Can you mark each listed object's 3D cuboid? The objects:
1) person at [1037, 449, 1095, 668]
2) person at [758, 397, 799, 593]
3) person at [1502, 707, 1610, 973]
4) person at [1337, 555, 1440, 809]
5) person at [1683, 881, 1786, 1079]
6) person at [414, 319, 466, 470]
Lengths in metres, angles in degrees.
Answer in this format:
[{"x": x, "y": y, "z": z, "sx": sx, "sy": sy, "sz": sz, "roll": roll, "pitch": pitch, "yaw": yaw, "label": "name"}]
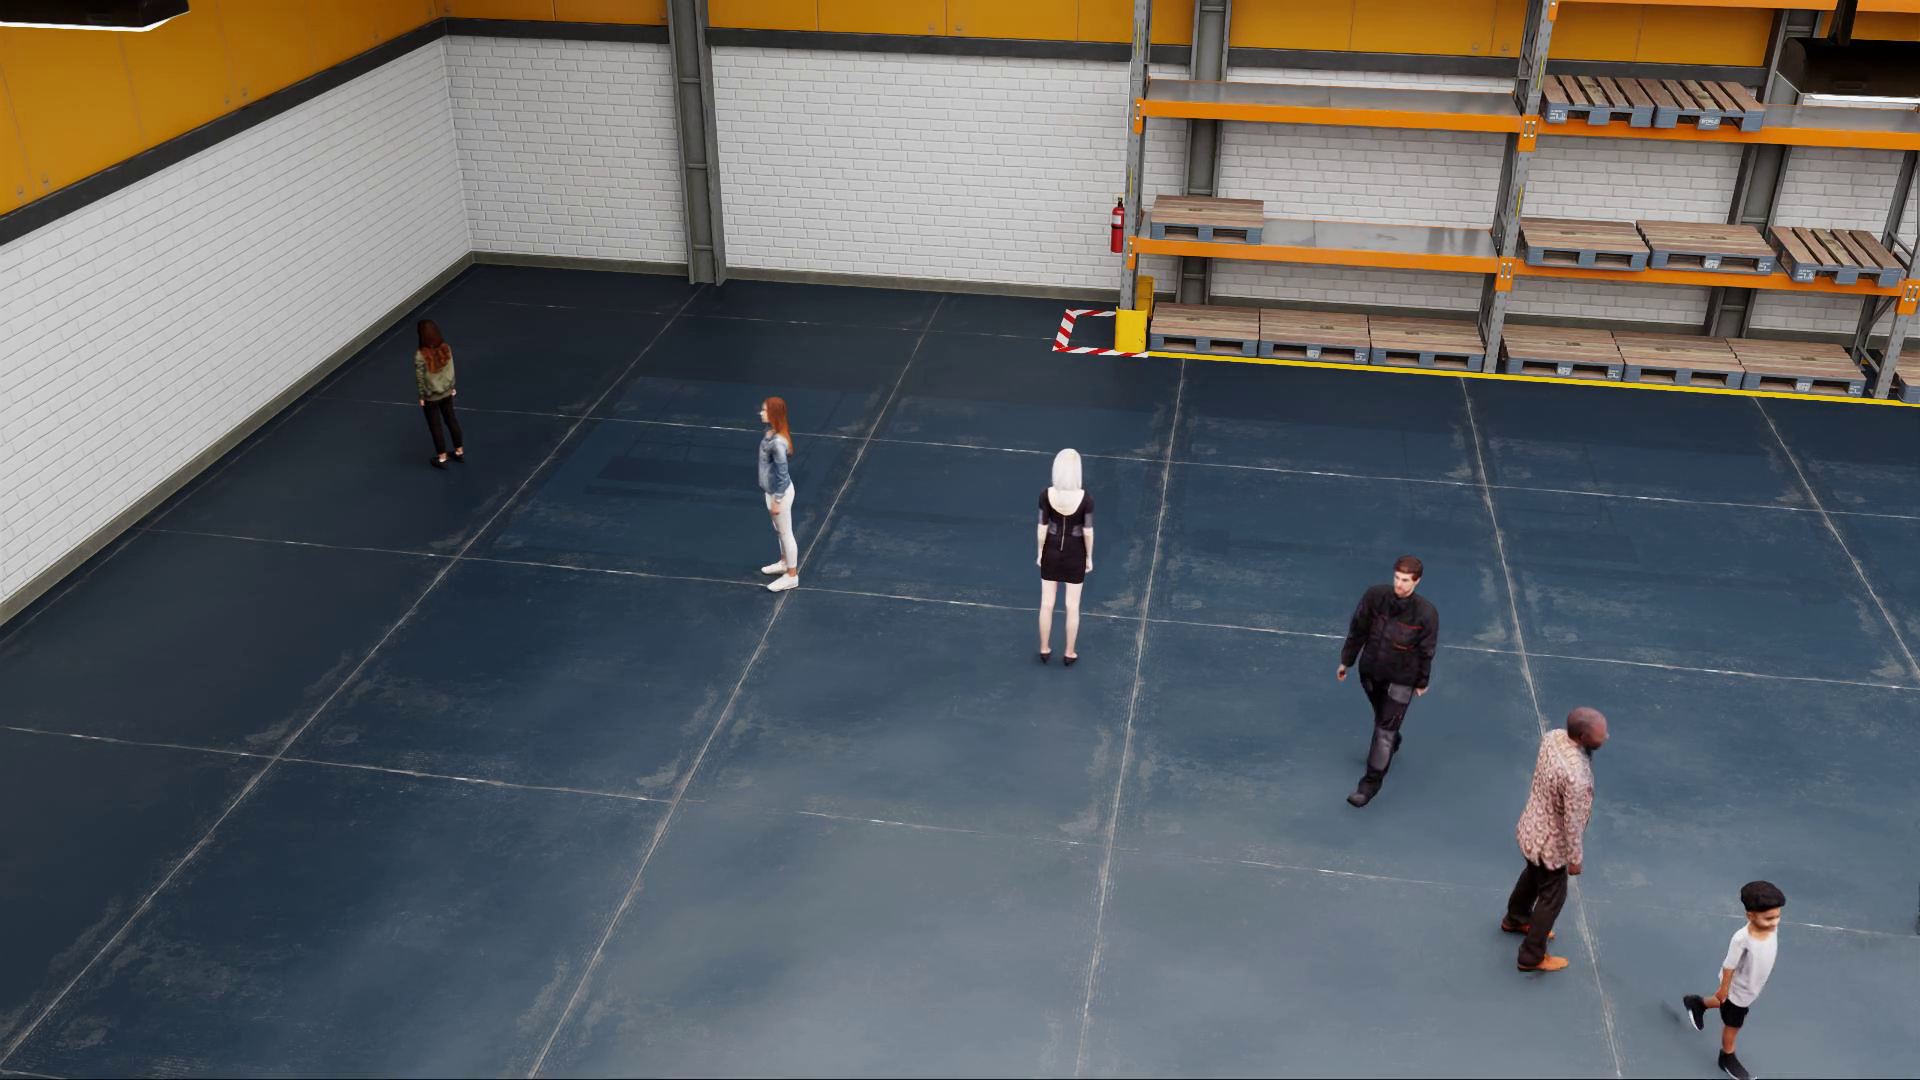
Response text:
[{"x": 0.788, "y": 0.146, "z": 12.636, "sx": 0.423, "sy": 1.832, "sz": 0.630, "roll": 5, "pitch": 29, "yaw": 9, "label": "person"}, {"x": -1.490, "y": -0.401, "z": 13.773, "sx": 0.662, "sy": 1.703, "sz": 0.686, "roll": -7, "pitch": 29, "yaw": -13, "label": "person"}, {"x": 3.447, "y": 1.743, "z": 9.742, "sx": 0.648, "sy": 1.799, "sz": 0.747, "roll": -1, "pitch": 29, "yaw": -3, "label": "person"}, {"x": 2.965, "y": 0.878, "z": 11.340, "sx": 1.231, "sy": 1.787, "sz": 1.197, "roll": 25, "pitch": 37, "yaw": 38, "label": "person"}, {"x": 4.279, "y": 2.365, "z": 9.173, "sx": 0.774, "sy": 1.252, "sz": 0.801, "roll": -14, "pitch": 32, "yaw": -24, "label": "person"}, {"x": -4.976, "y": -1.399, "z": 15.840, "sx": 0.636, "sy": 1.475, "sz": 0.642, "roll": 19, "pitch": 34, "yaw": 30, "label": "person"}]
